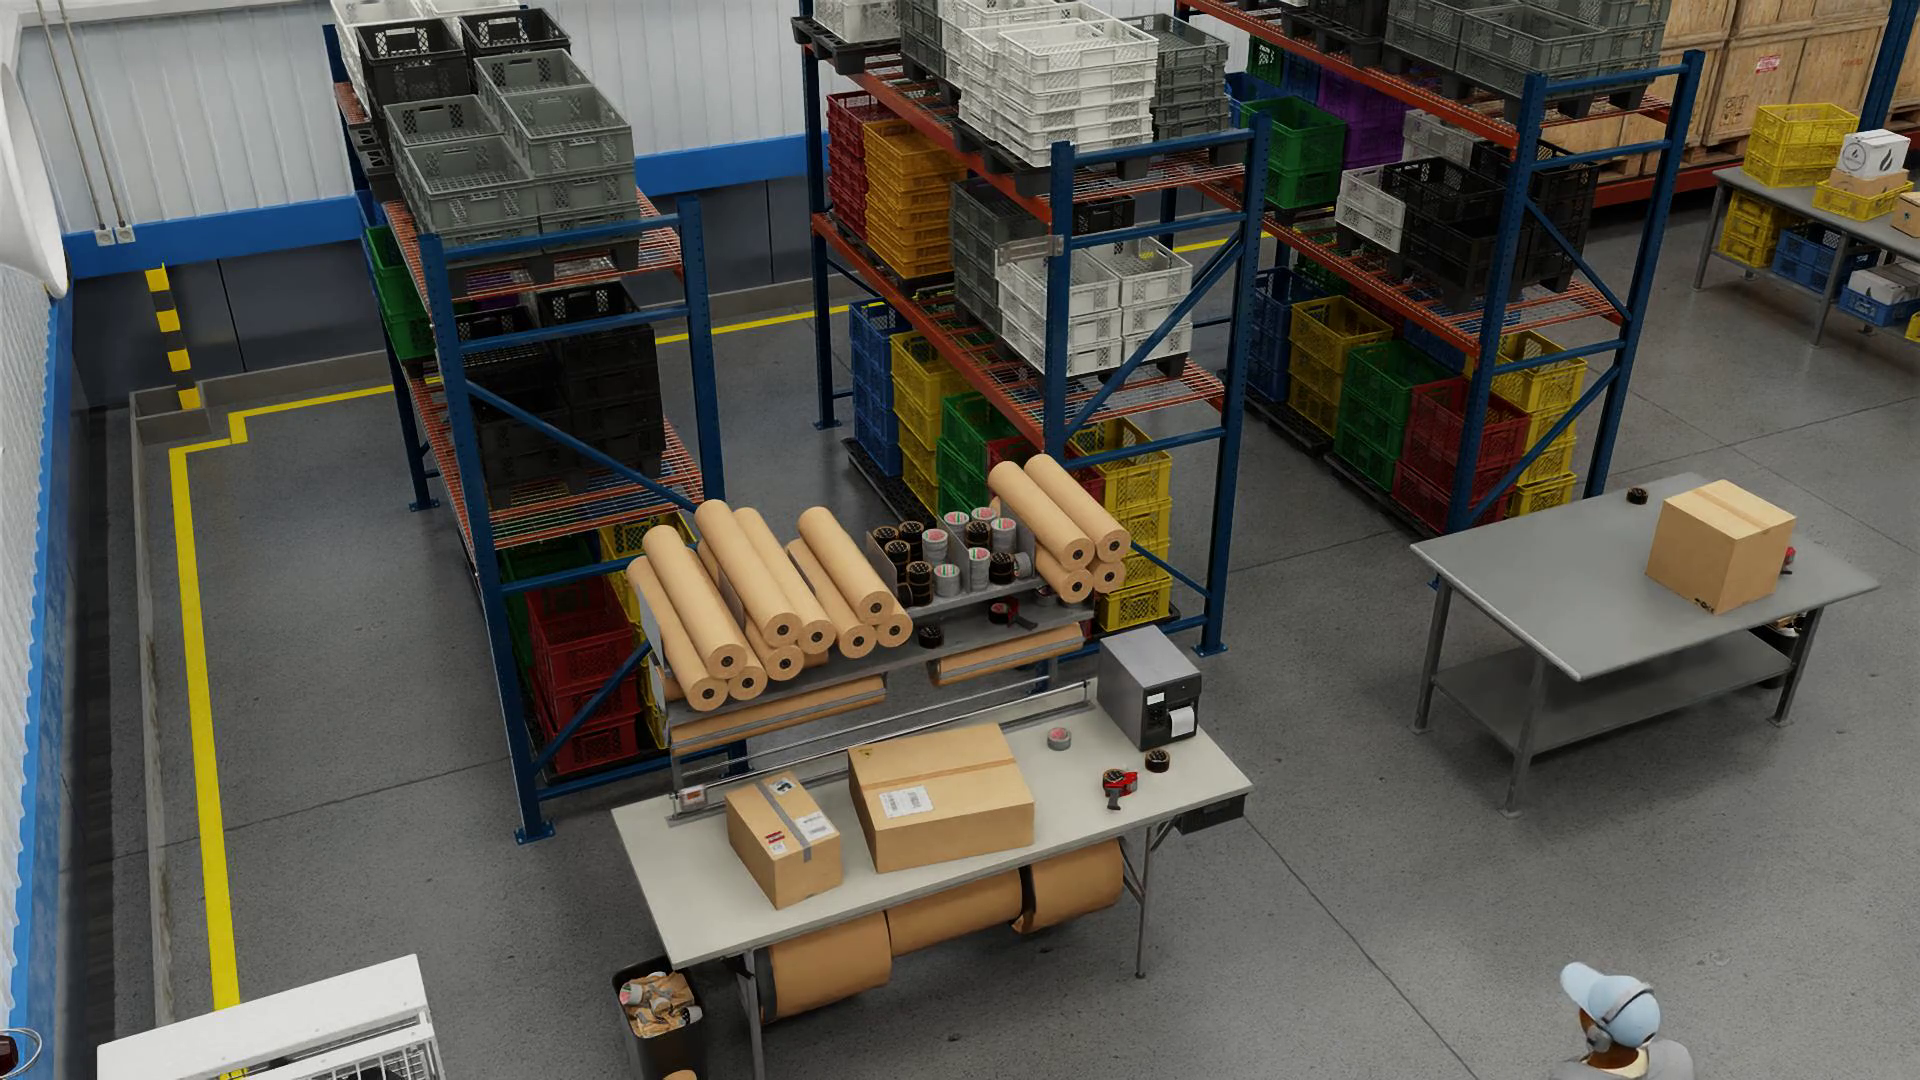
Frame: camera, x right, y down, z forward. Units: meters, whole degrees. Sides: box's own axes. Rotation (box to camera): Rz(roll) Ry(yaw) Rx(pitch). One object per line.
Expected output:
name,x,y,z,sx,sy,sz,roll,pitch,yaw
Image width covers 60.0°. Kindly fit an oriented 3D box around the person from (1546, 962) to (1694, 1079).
person,1.891,2.024,5.173,0.588,1.852,0.370,-14,34,-21
